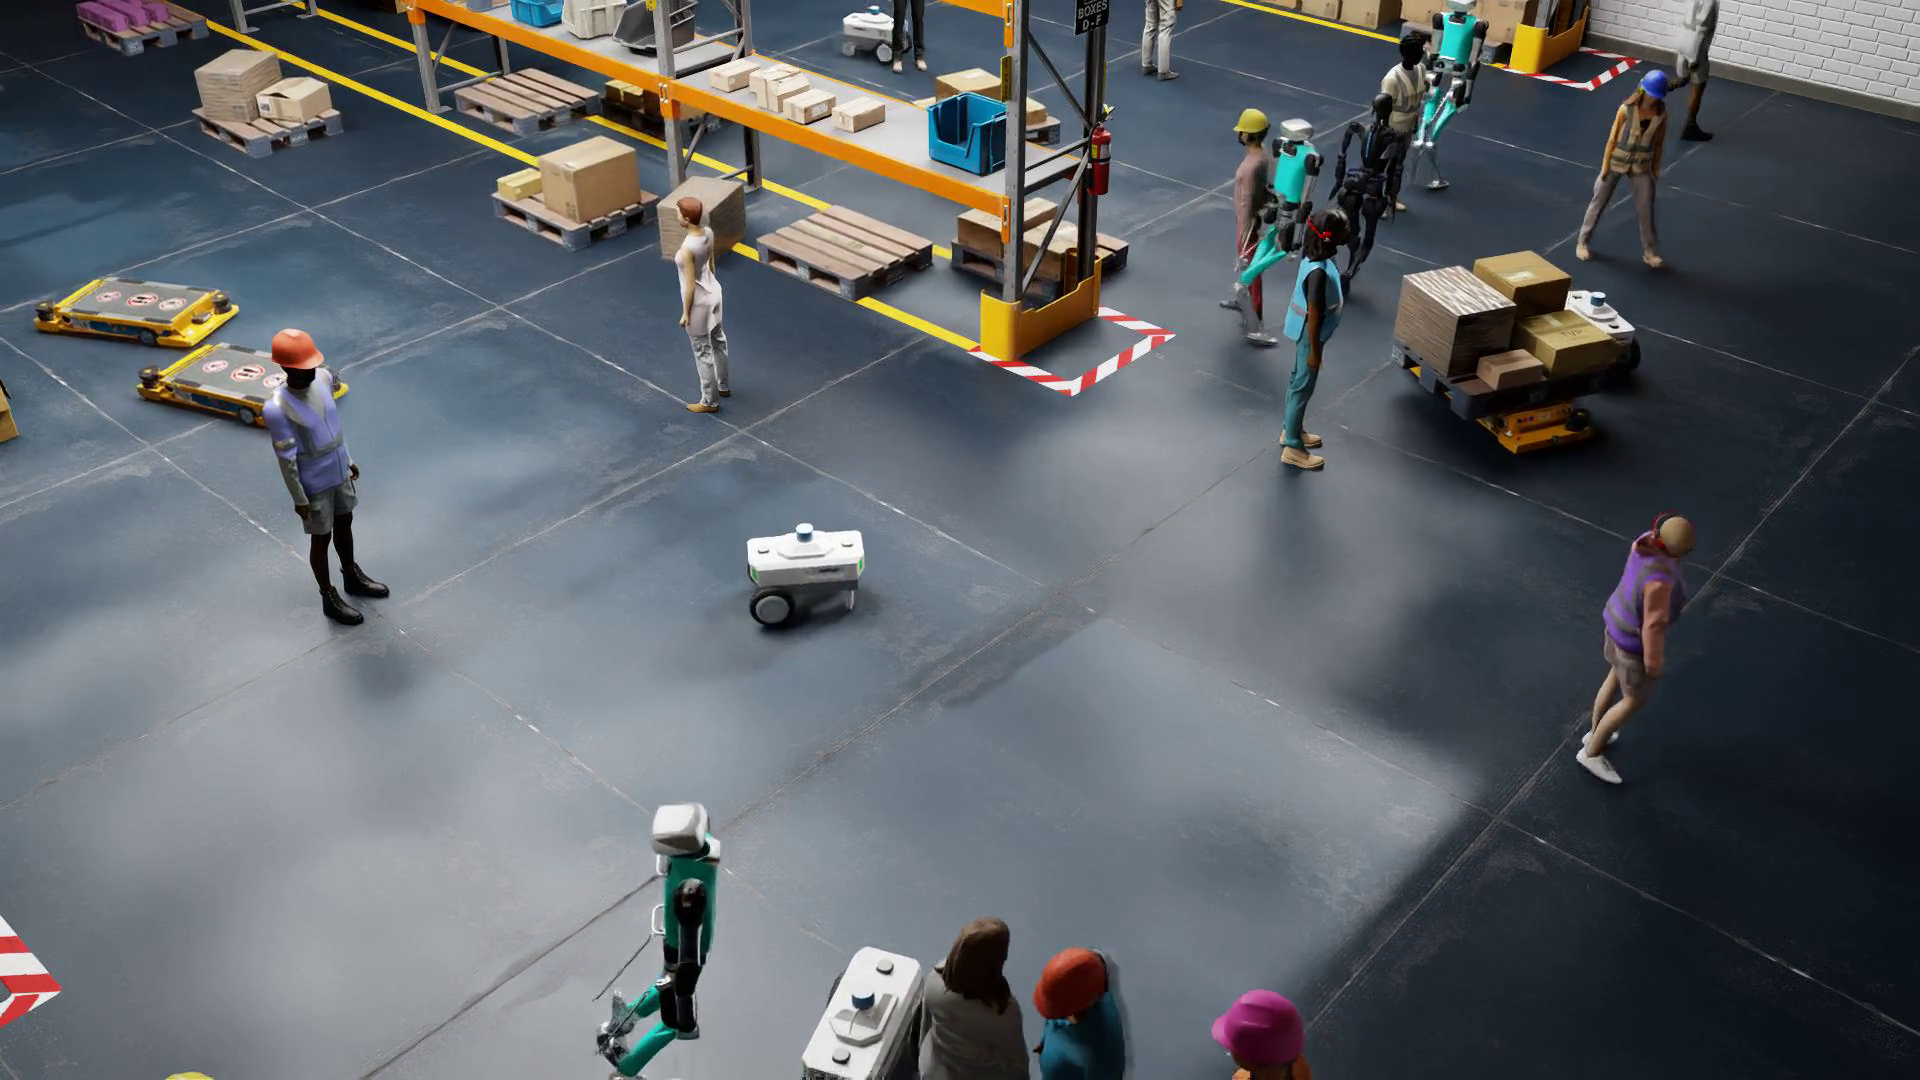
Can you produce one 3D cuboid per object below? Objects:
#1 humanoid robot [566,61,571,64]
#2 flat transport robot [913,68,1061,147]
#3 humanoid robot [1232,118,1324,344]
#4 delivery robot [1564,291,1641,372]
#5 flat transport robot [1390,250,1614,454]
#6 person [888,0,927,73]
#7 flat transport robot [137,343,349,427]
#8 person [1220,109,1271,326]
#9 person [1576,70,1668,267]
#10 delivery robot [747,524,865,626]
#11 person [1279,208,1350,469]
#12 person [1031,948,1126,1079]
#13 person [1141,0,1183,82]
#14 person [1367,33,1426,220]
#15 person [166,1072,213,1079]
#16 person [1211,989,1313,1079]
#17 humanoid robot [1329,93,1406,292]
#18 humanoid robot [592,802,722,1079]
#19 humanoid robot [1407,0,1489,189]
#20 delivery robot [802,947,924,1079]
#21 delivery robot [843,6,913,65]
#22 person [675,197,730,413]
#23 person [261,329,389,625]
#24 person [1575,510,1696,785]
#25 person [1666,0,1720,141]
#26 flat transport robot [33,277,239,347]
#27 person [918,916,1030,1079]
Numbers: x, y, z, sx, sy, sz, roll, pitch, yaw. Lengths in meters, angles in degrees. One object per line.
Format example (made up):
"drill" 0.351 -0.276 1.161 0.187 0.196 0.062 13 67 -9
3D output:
"humanoid robot" -4.254 -6.152 18.447 0.546 1.788 0.812 19 39 25
"flat transport robot" 0.160 -3.895 16.454 0.659 0.231 1.431 -20 39 -26
"humanoid robot" 2.343 -2.319 12.933 0.757 1.848 0.540 -16 38 -22
"delivery robot" 4.905 -1.644 12.927 0.499 0.580 0.766 -8 35 -12
"flat transport robot" 4.002 -1.114 12.424 0.659 0.231 1.431 -12 36 -17
"person" -0.557 -6.053 18.192 0.513 1.843 0.326 -7 35 -10
"flat transport robot" -5.401 -1.172 12.508 1.431 0.231 0.659 13 37 18
"person" 2.303 -2.559 13.215 0.392 1.753 0.540 11 36 16
"person" 5.750 -3.152 14.084 0.639 1.748 0.452 2 35 3
"delivery robot" -0.985 0.176 10.319 0.783 0.611 0.525 -4 35 -6
"person" 2.415 -1.393 11.422 0.389 1.866 0.527 6 35 9
"person" 0.439 2.135 6.469 0.912 1.679 0.603 -1 35 -1
"person" 2.177 -5.923 17.968 0.402 1.893 0.535 -27 43 -33
"person" 3.936 -3.728 14.960 0.528 1.688 0.322 -27 43 -33
"person" -2.463 2.497 5.830 0.403 1.824 0.594 23 41 29
"person" 1.008 2.326 5.938 0.454 1.976 0.539 6 35 9
"humanoid robot" 3.312 -2.877 13.759 0.595 1.637 0.622 19 39 25
"humanoid robot" -1.333 1.829 6.881 0.817 1.780 0.548 -3 35 -5
"humanoid robot" 4.435 -4.069 15.509 0.542 1.888 0.772 26 42 33
"delivery robot" -0.414 2.187 7.406 0.499 0.613 0.807 11 36 16
"delivery robot" -0.937 -5.736 18.885 0.811 0.614 0.499 14 37 20
"person" -1.888 -1.709 12.060 0.286 1.660 0.439 11 36 15
"person" -3.782 -0.391 9.909 0.367 1.935 0.551 10 36 14
"person" 3.578 0.533 8.825 0.358 1.671 0.581 4 35 5
"person" 7.228 -4.895 16.452 0.791 1.916 0.544 3 35 4
"flat transport robot" -6.688 -1.854 13.496 1.431 0.231 0.659 8 35 11
"person" 0.022 2.128 6.501 0.523 1.641 0.485 28 43 34
